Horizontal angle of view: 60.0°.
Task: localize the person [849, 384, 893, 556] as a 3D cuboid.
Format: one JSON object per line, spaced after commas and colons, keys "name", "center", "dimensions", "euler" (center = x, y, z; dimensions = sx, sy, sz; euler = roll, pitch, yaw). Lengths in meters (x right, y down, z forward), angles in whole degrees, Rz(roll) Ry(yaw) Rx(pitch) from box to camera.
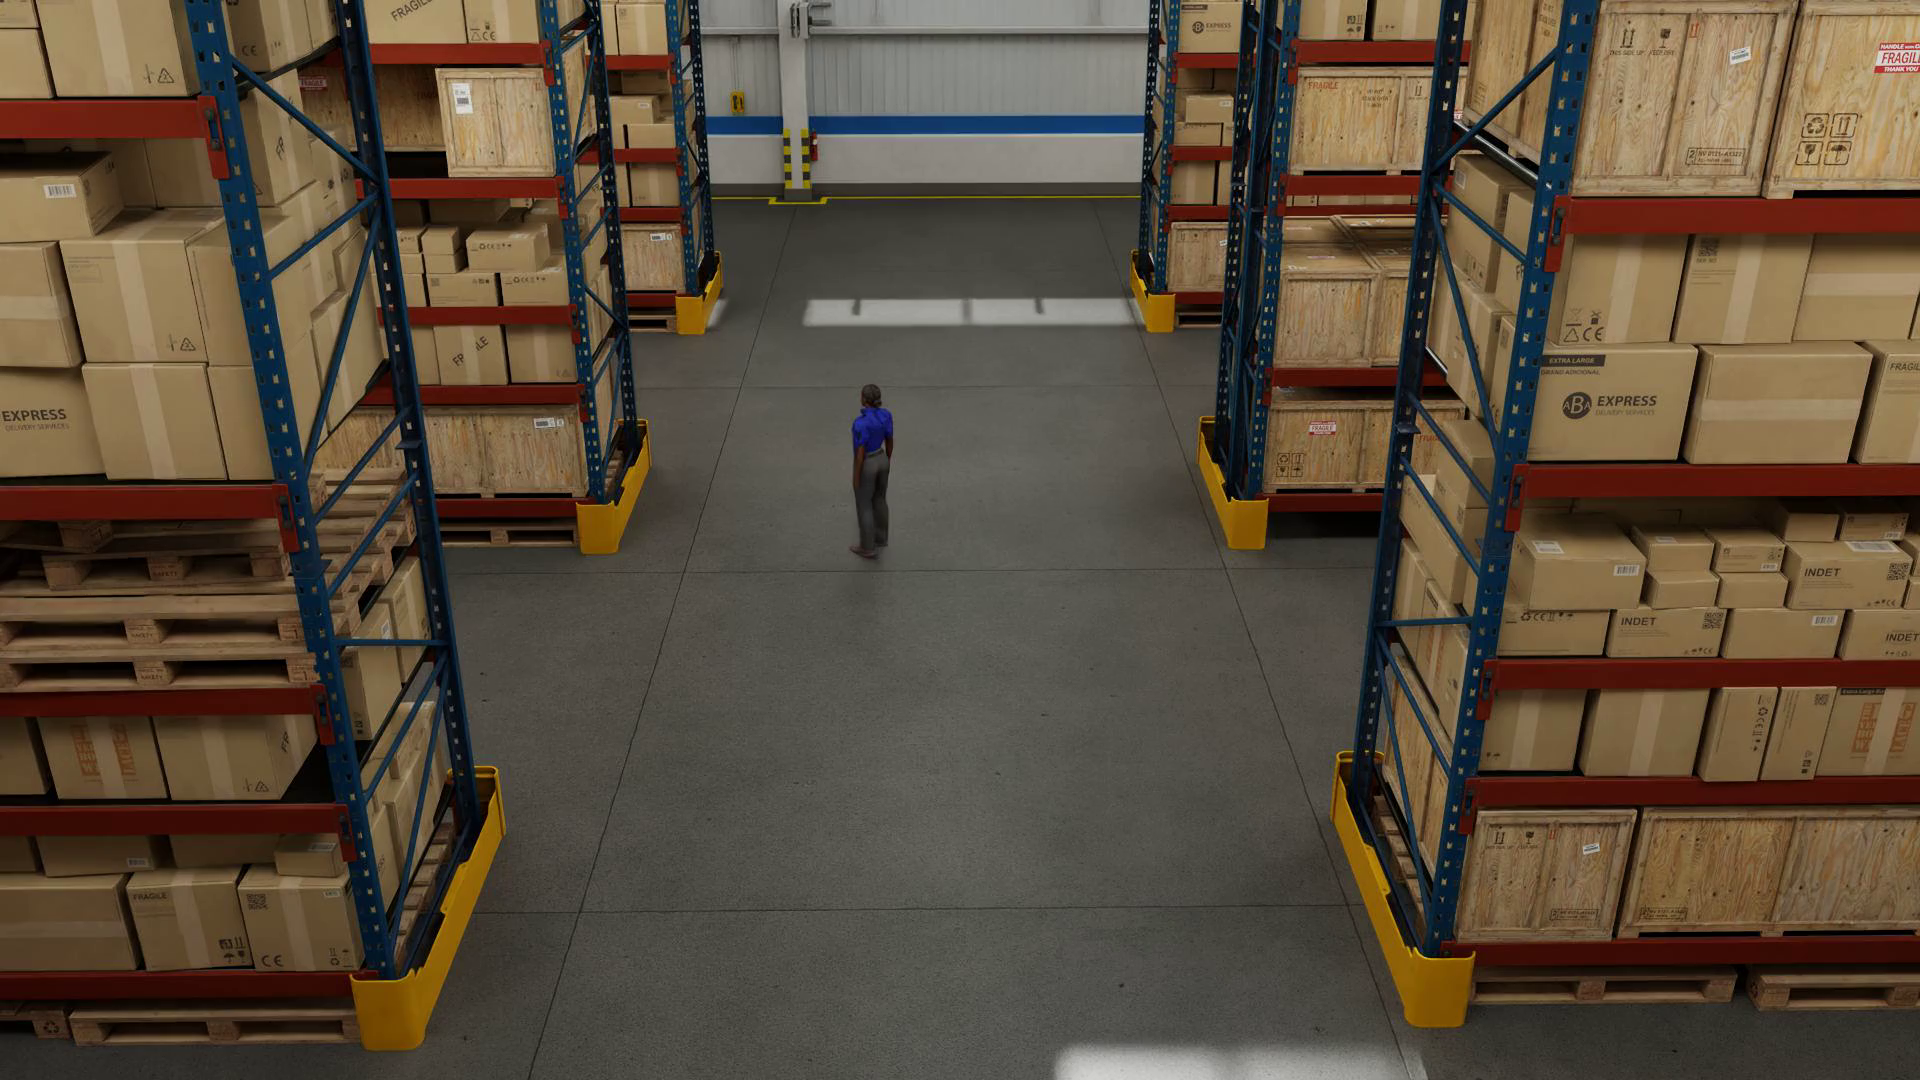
{"name": "person", "center": [-0.851, -0.673, 15.456], "dimensions": [0.375, 1.669, 0.445], "euler": [21, 32, 37]}
